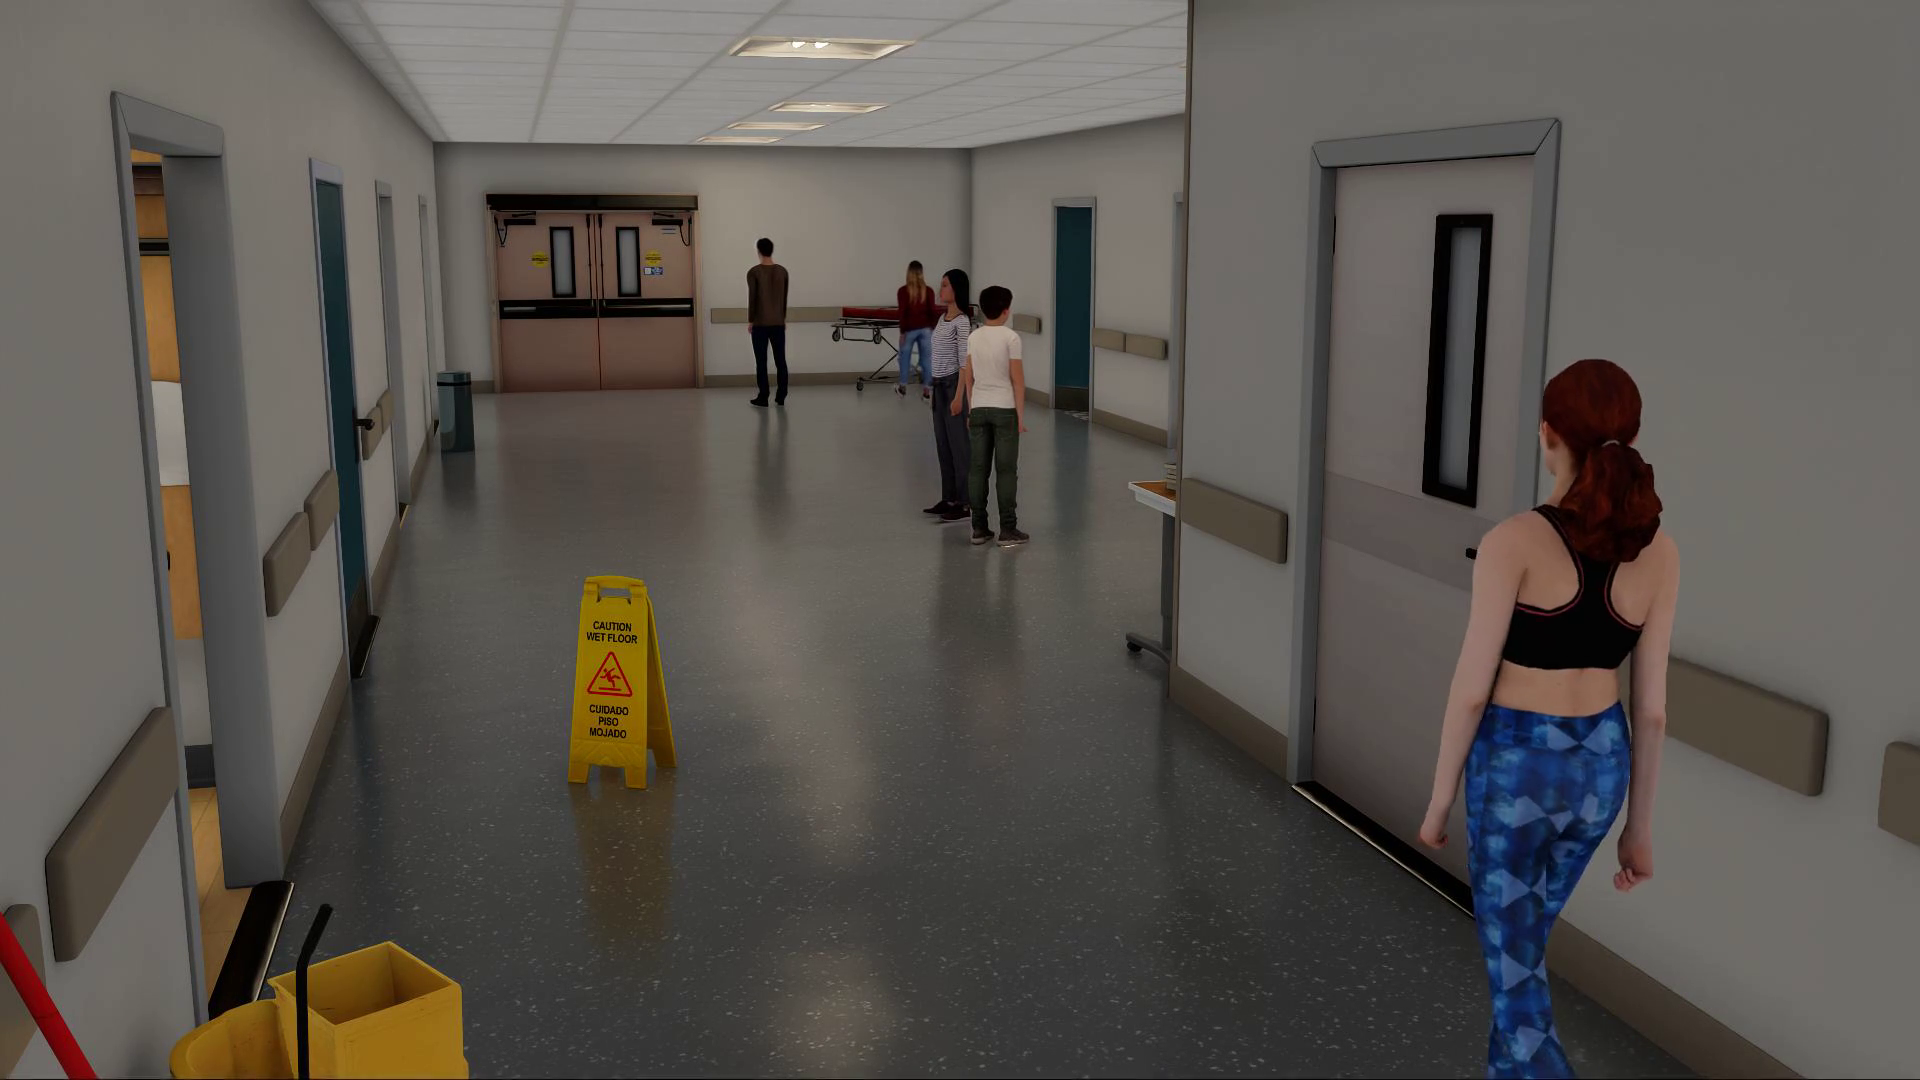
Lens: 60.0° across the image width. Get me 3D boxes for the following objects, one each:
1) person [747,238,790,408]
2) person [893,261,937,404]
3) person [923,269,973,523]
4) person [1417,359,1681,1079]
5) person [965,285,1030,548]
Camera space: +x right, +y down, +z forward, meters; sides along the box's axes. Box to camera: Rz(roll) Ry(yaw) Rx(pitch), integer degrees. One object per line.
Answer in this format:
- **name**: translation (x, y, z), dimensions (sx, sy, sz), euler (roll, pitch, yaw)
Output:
- **person**: translation (-2.166, -2.467, 18.804), dimensions (0.717, 1.889, 0.682), euler (-7, 13, -32)
- **person**: translation (-0.466, -2.317, 18.829), dimensions (0.607, 1.584, 1.013), euler (-3, 11, -16)
- **person**: translation (-0.045, -1.001, 11.496), dimensions (0.691, 1.734, 0.513), euler (-5, 12, -25)
- **person**: translation (1.135, 0.577, 3.127), dimensions (0.622, 1.754, 1.167), euler (-2, 11, -11)
- **person**: translation (0.217, -0.799, 10.647), dimensions (0.655, 1.654, 0.713), euler (6, 12, 29)
